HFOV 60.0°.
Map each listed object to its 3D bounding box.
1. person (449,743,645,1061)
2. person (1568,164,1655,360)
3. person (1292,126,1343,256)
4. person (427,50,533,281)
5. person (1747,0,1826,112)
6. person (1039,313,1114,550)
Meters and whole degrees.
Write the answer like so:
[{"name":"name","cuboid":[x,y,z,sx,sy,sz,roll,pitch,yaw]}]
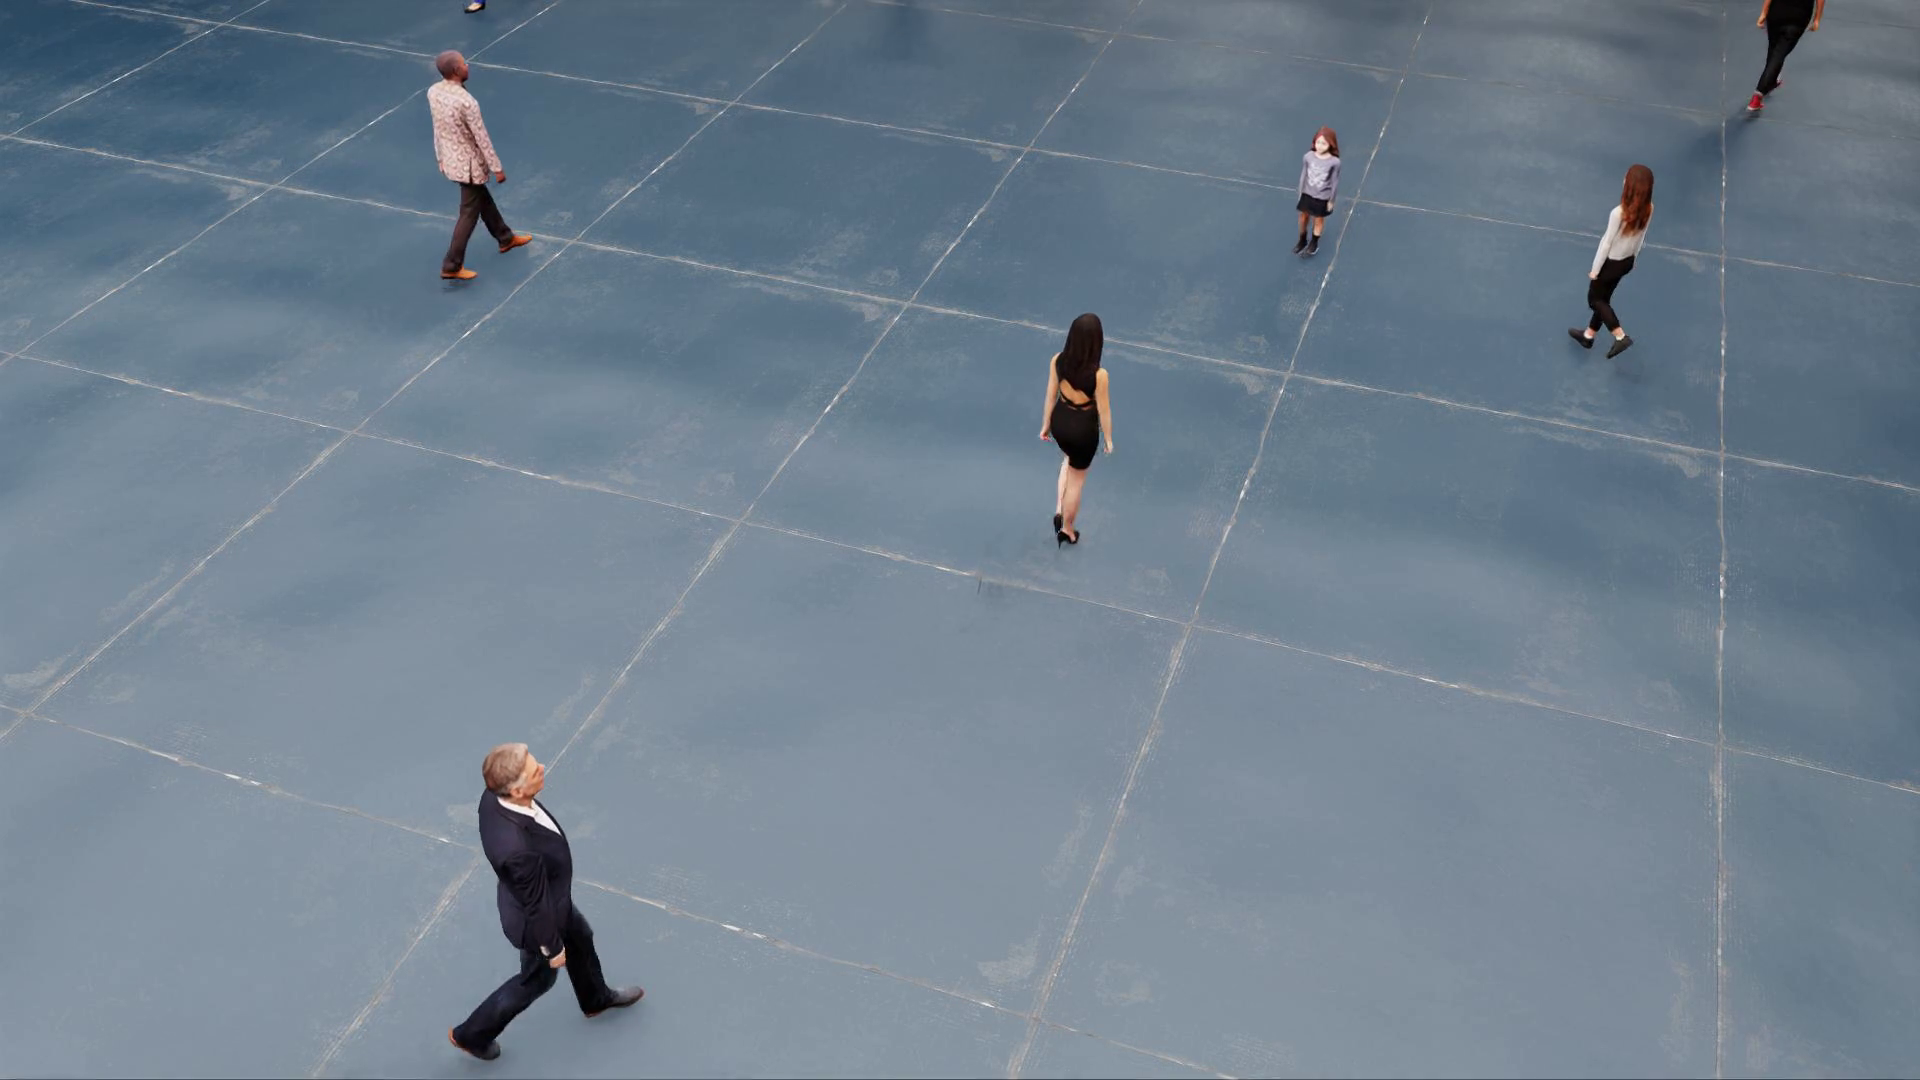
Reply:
[{"name":"person","cuboid":[-1.913,1.591,7.171,1.186,1.793,1.160,-13,40,-16]},{"name":"person","cuboid":[4.761,-1.967,11.978,0.848,1.472,0.891,-18,42,-22]},{"name":"person","cuboid":[2.903,-2.820,13.374,0.489,1.095,0.509,17,41,20]},{"name":"person","cuboid":[-3.877,-2.850,12.867,1.012,1.767,1.294,28,46,31]},{"name":"person","cuboid":[7.647,-4.806,15.412,0.952,1.713,1.252,30,47,33]},{"name":"person","cuboid":[0.650,-0.598,10.097,0.662,1.635,0.642,24,44,27]}]
